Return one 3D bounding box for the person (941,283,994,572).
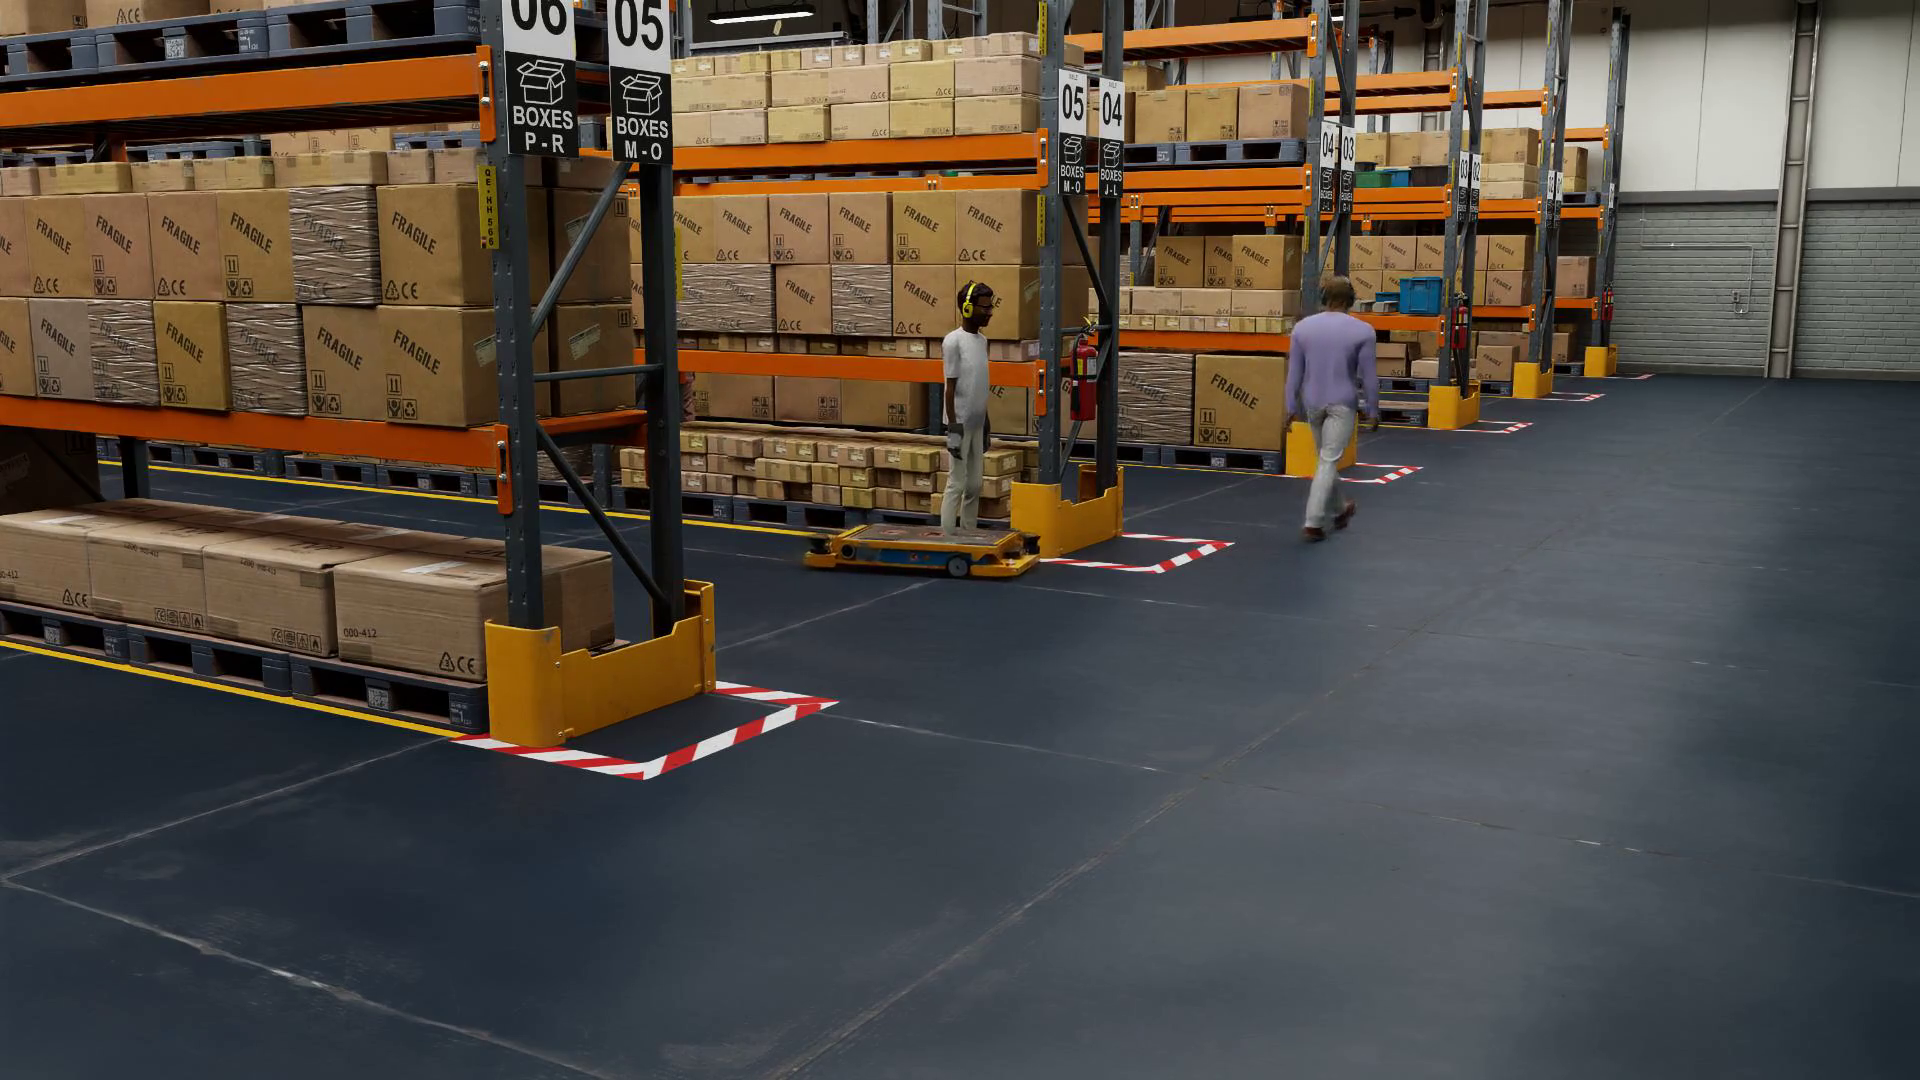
[{"bbox_3d":[0.056,-0.723,10.762,0.324,1.859,0.515,6,11,30],"label":"person"}]

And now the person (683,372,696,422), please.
[{"bbox_3d":[-2.782,-1.642,15.974,0.409,1.913,0.647,6,11,32],"label":"person"}]

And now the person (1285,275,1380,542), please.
[{"bbox_3d":[2.722,-0.958,12.031,0.651,1.882,1.041,7,12,36],"label":"person"}]

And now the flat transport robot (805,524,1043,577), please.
[{"bbox_3d":[-0.227,0.054,10.842,1.431,0.197,0.652,3,10,17],"label":"flat transport robot"}]

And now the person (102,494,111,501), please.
[{"bbox_3d":[-7.205,-1.195,13.116,0.929,1.983,0.631,-1,10,-6],"label":"person"}]

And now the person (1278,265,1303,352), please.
[{"bbox_3d":[3.877,-2.234,19.376,0.376,1.936,0.627,5,11,25],"label":"person"}]
